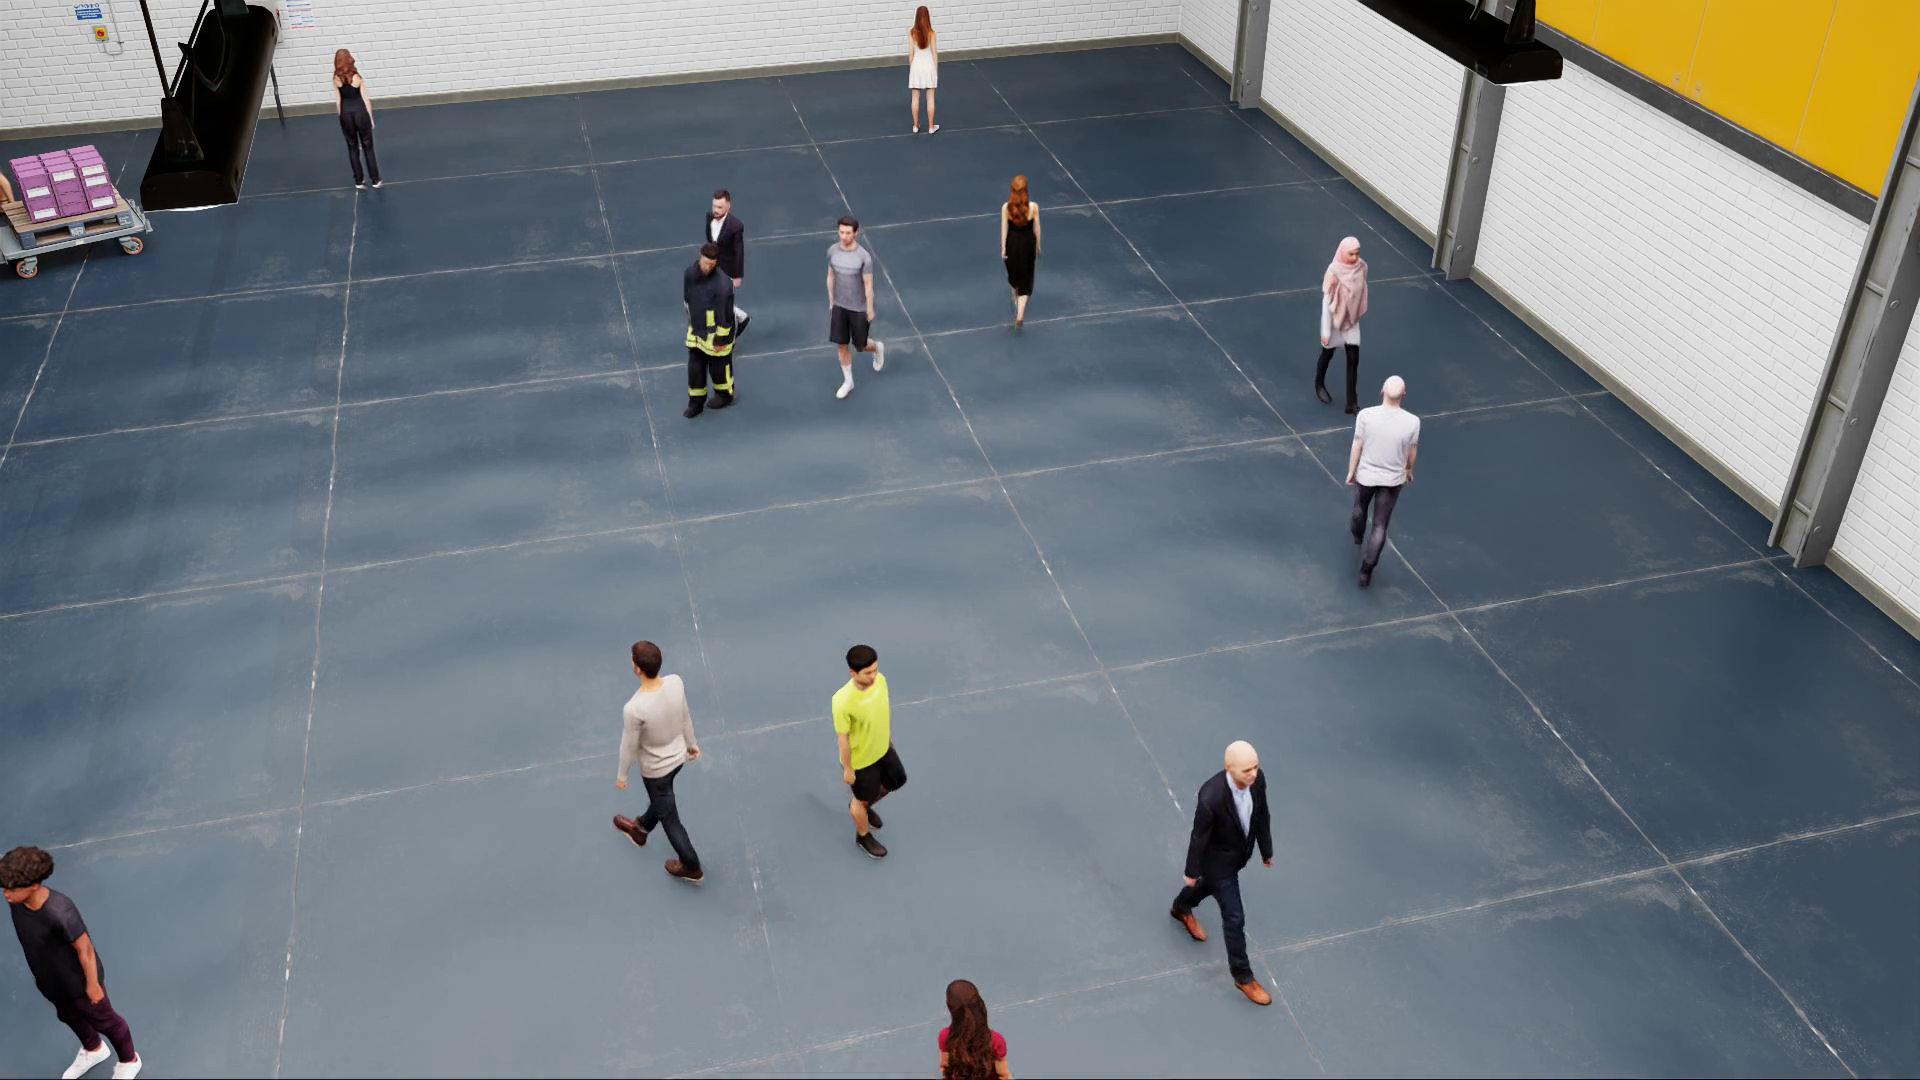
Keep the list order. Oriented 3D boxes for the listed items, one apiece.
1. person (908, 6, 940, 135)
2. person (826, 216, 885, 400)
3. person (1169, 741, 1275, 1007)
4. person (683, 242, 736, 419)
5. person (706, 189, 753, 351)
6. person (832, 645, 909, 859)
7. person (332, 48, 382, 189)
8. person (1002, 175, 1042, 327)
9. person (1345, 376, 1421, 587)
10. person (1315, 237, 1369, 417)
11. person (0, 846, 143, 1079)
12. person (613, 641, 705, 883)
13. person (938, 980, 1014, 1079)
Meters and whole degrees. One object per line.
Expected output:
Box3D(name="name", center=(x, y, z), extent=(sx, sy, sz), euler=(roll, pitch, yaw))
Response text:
Box3D(name="person", center=(-0.499, -6.383, 22.566), extent=(0.638, 1.712, 0.656), euler=(6, 34, 9))
Box3D(name="person", center=(-1.020, -2.337, 16.356), extent=(0.989, 1.848, 1.068), euler=(15, 36, 21))
Box3D(name="person", center=(1.560, 1.880, 10.094), extent=(1.010, 1.757, 1.271), euler=(-23, 40, -30))
Box3D(name="person", center=(-2.373, -2.058, 15.925), extent=(1.070, 1.860, 1.130), euler=(25, 41, 33))
Box3D(name="person", center=(-2.332, -2.776, 17.040), extent=(0.891, 1.822, 0.948), euler=(29, 43, 36))
Box3D(name="person", center=(-0.680, 1.345, 10.952), extent=(0.863, 1.698, 0.810), euler=(23, 40, 30))
Box3D(name="person", center=(-7.614, -5.296, 20.902), extent=(0.563, 1.744, 0.507), euler=(-7, 34, -11))
Box3D(name="person", center=(0.641, -3.051, 17.660), extent=(0.847, 1.593, 1.139), euler=(4, 34, 6))
Box3D(name="person", center=(3.406, -0.451, 13.566), extent=(1.067, 1.795, 1.235), euler=(10, 35, 15))
Box3D(name="person", center=(3.617, -2.116, 16.091), extent=(0.714, 1.773, 1.004), euler=(-12, 36, -18))
Box3D(name="person", center=(-4.997, 2.392, 9.301), extent=(0.714, 1.781, 0.744), euler=(13, 36, 18))
Box3D(name="person", center=(-1.858, 1.467, 10.651), extent=(1.160, 1.827, 1.090), euler=(19, 38, 27))
Box3D(name="person", center=(0.073, 2.967, 8.672), extent=(0.706, 1.521, 0.733), euler=(9, 35, 13))
